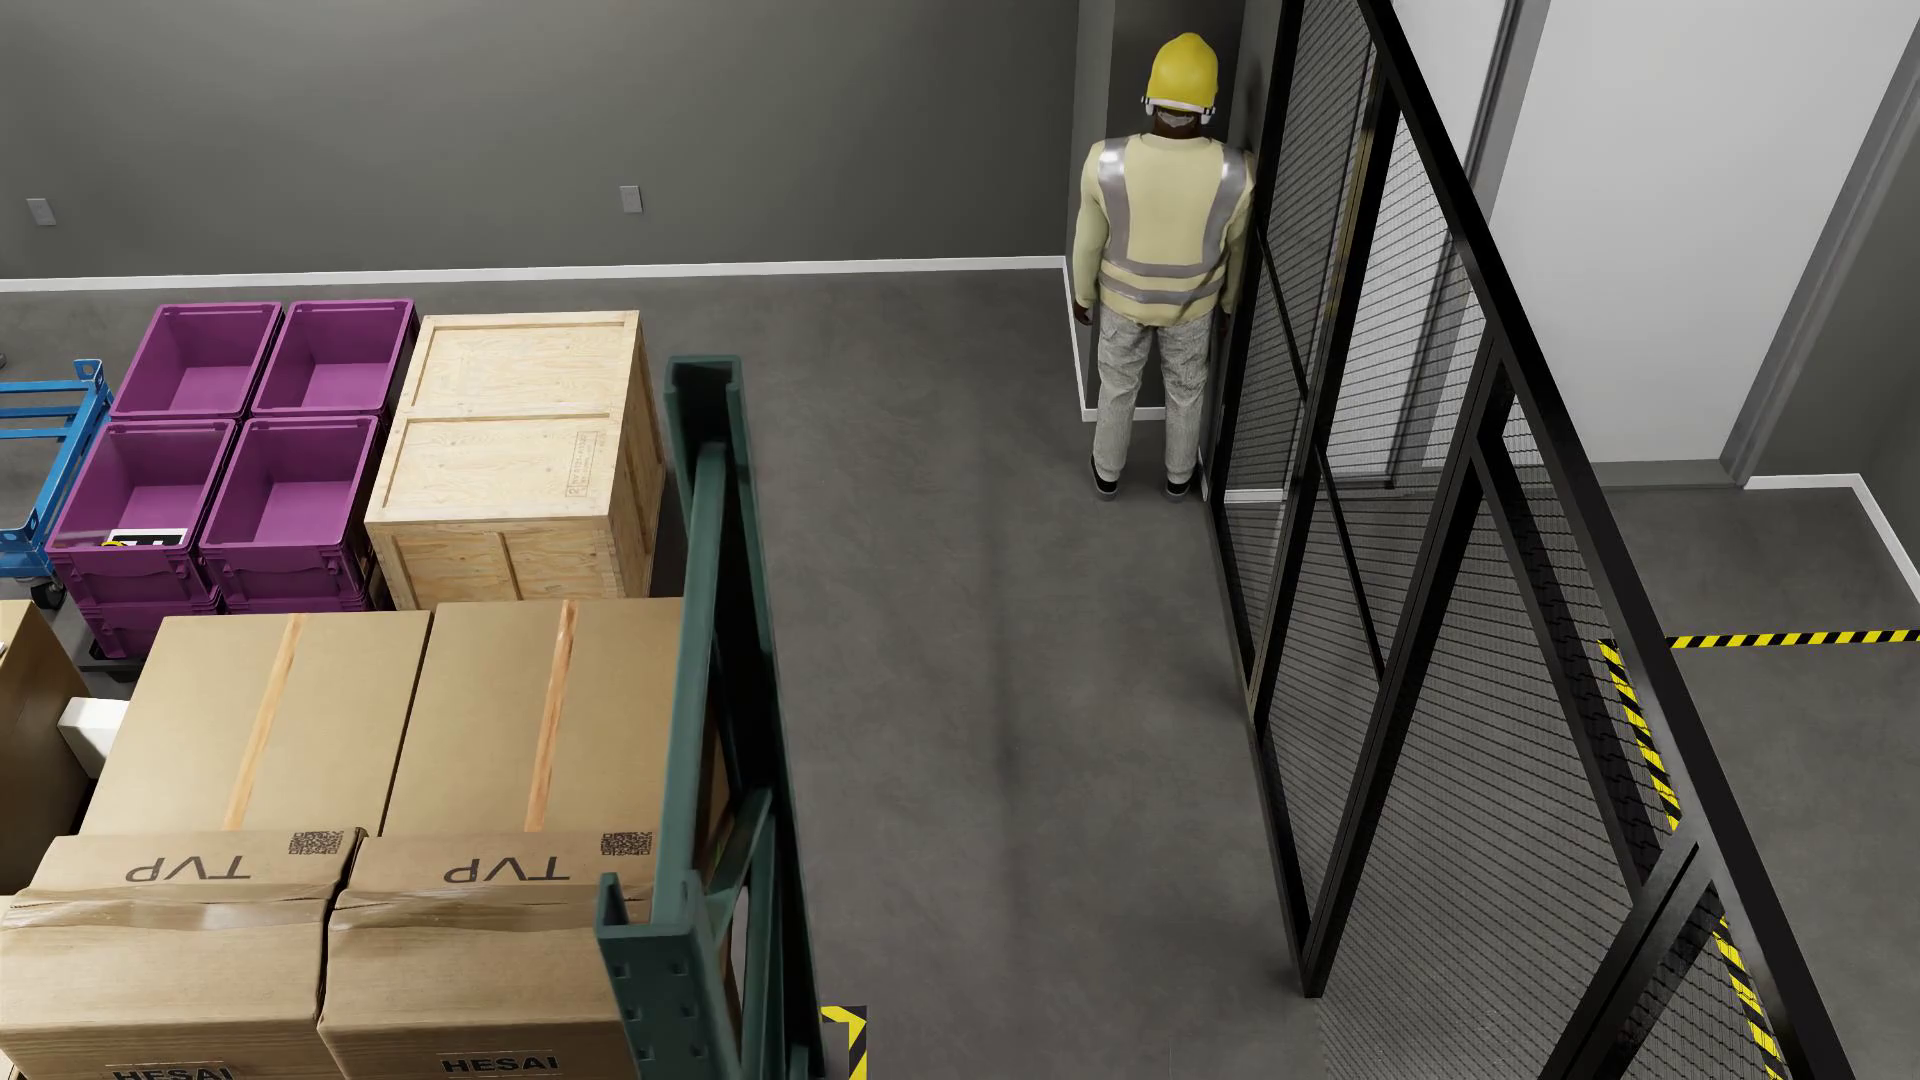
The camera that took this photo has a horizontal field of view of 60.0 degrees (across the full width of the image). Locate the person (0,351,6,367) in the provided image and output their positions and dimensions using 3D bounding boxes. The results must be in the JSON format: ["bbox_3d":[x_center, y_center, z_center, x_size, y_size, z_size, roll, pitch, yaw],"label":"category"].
[{"bbox_3d":[-4.026,-1.270,5.969,0.354,1.937,0.635,-3,46,-3],"label":"person"}]

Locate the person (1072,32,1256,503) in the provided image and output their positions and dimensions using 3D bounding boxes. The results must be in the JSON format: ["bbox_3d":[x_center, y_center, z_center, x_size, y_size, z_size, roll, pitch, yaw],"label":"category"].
[{"bbox_3d":[0.680,-0.863,5.653,0.603,1.830,0.404,4,46,4],"label":"person"}]
